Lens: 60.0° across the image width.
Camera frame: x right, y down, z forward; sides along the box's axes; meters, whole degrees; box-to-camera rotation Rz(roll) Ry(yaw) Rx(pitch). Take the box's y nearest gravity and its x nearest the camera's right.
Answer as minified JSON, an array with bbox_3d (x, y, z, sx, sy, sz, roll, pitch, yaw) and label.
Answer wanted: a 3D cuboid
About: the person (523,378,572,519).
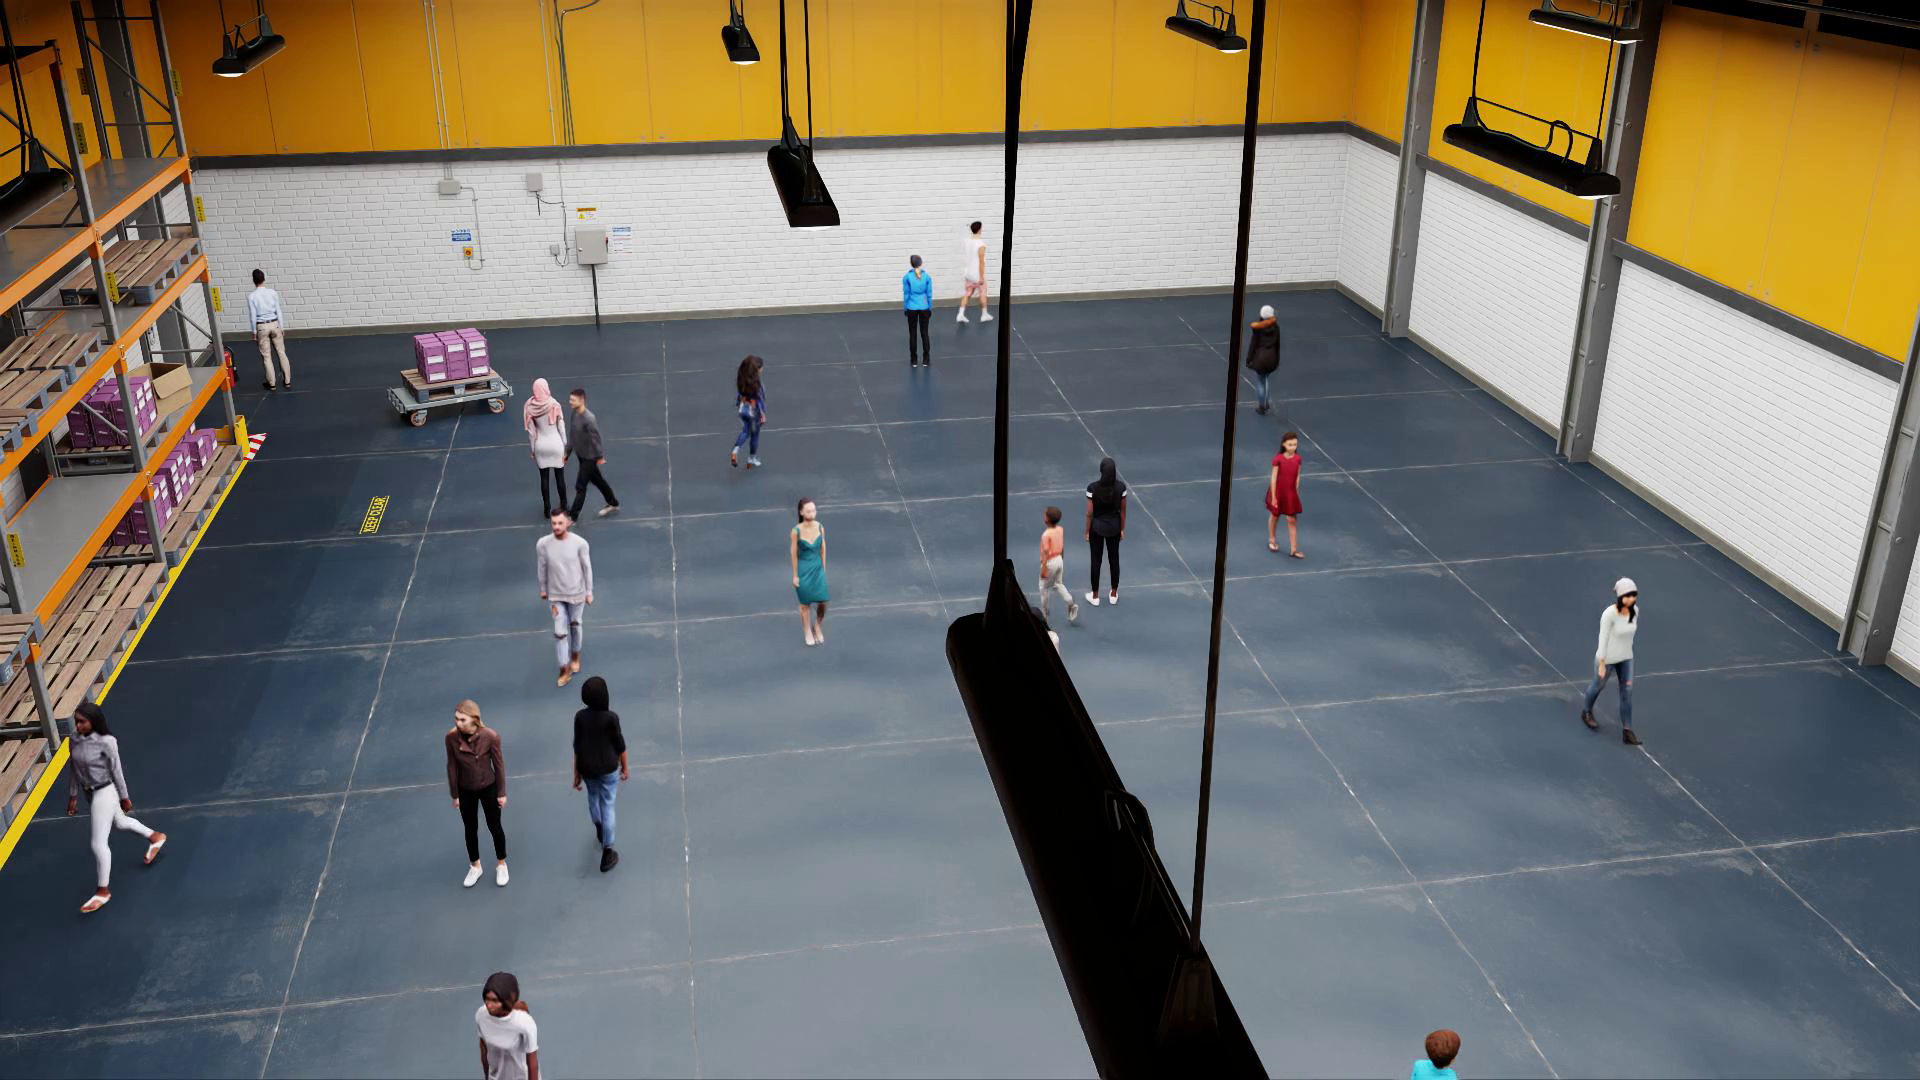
[{"bbox_3d":[-5.106,-1.145,20.639,0.641,1.803,0.601,-2,24,-5],"label":"person"}]

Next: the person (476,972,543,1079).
[{"bbox_3d":[-2.751,3.372,10.428,0.830,1.706,0.956,7,25,16],"label":"person"}]

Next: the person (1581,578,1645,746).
[{"bbox_3d":[6.140,1.093,15.760,0.670,1.610,1.033,-7,25,-15],"label":"person"}]

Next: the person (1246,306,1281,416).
[{"bbox_3d":[4.457,-2.594,24.173,0.671,1.629,0.637,-7,25,-16],"label":"person"}]

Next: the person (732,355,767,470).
[{"bbox_3d":[-2.800,-1.652,22.040,0.875,1.611,0.930,14,27,29],"label":"person"}]

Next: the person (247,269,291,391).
[{"bbox_3d":[-10.539,-3.207,25.302,0.741,1.847,0.755,-18,30,-36],"label":"person"}]

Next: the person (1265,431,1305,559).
[{"bbox_3d":[3.801,-0.578,19.694,0.532,1.521,0.944,-4,24,-8],"label":"person"}]

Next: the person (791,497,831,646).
[{"bbox_3d":[-1.620,0.325,17.441,0.620,1.672,0.650,-10,26,-22],"label":"person"}]

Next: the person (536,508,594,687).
[{"bbox_3d":[-3.982,0.494,16.873,0.728,1.818,0.915,-3,24,-6],"label":"person"}]

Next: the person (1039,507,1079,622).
[{"bbox_3d":[1.048,0.278,18.019,0.864,1.295,0.756,20,31,38],"label":"person"}]

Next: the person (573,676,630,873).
[{"bbox_3d":[-2.988,1.960,13.694,0.697,1.677,0.934,1,24,3],"label":"person"}]

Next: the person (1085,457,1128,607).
[{"bbox_3d":[1.605,-0.106,18.355,0.602,1.729,0.567,-3,24,-8],"label":"person"}]

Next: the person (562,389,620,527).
[{"bbox_3d":[-4.516,-1.041,20.512,1.045,1.714,1.177,-17,29,-34],"label":"person"}]

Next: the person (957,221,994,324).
[{"bbox_3d":[0.176,-4.543,28.465,1.069,1.763,1.072,21,31,39],"label":"person"}]

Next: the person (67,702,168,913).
[{"bbox_3d":[-6.877,2.052,13.477,1.052,1.682,1.245,11,26,23],"label":"person"}]

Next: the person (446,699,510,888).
[{"bbox_3d":[-3.903,2.033,13.496,0.633,1.702,0.554,0,24,-1],"label":"person"}]

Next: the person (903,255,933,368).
[{"bbox_3d":[-0.665,-3.639,26.349,0.646,1.799,0.568,0,24,0],"label":"person"}]

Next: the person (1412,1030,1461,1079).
[{"bbox_3d":[2.852,3.627,10.169,0.681,1.446,0.589,-18,30,-36],"label":"person"}]

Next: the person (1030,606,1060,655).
[{"bbox_3d":[0.691,1.345,15.050,0.768,1.718,1.217,-2,24,-5],"label":"person"}]
